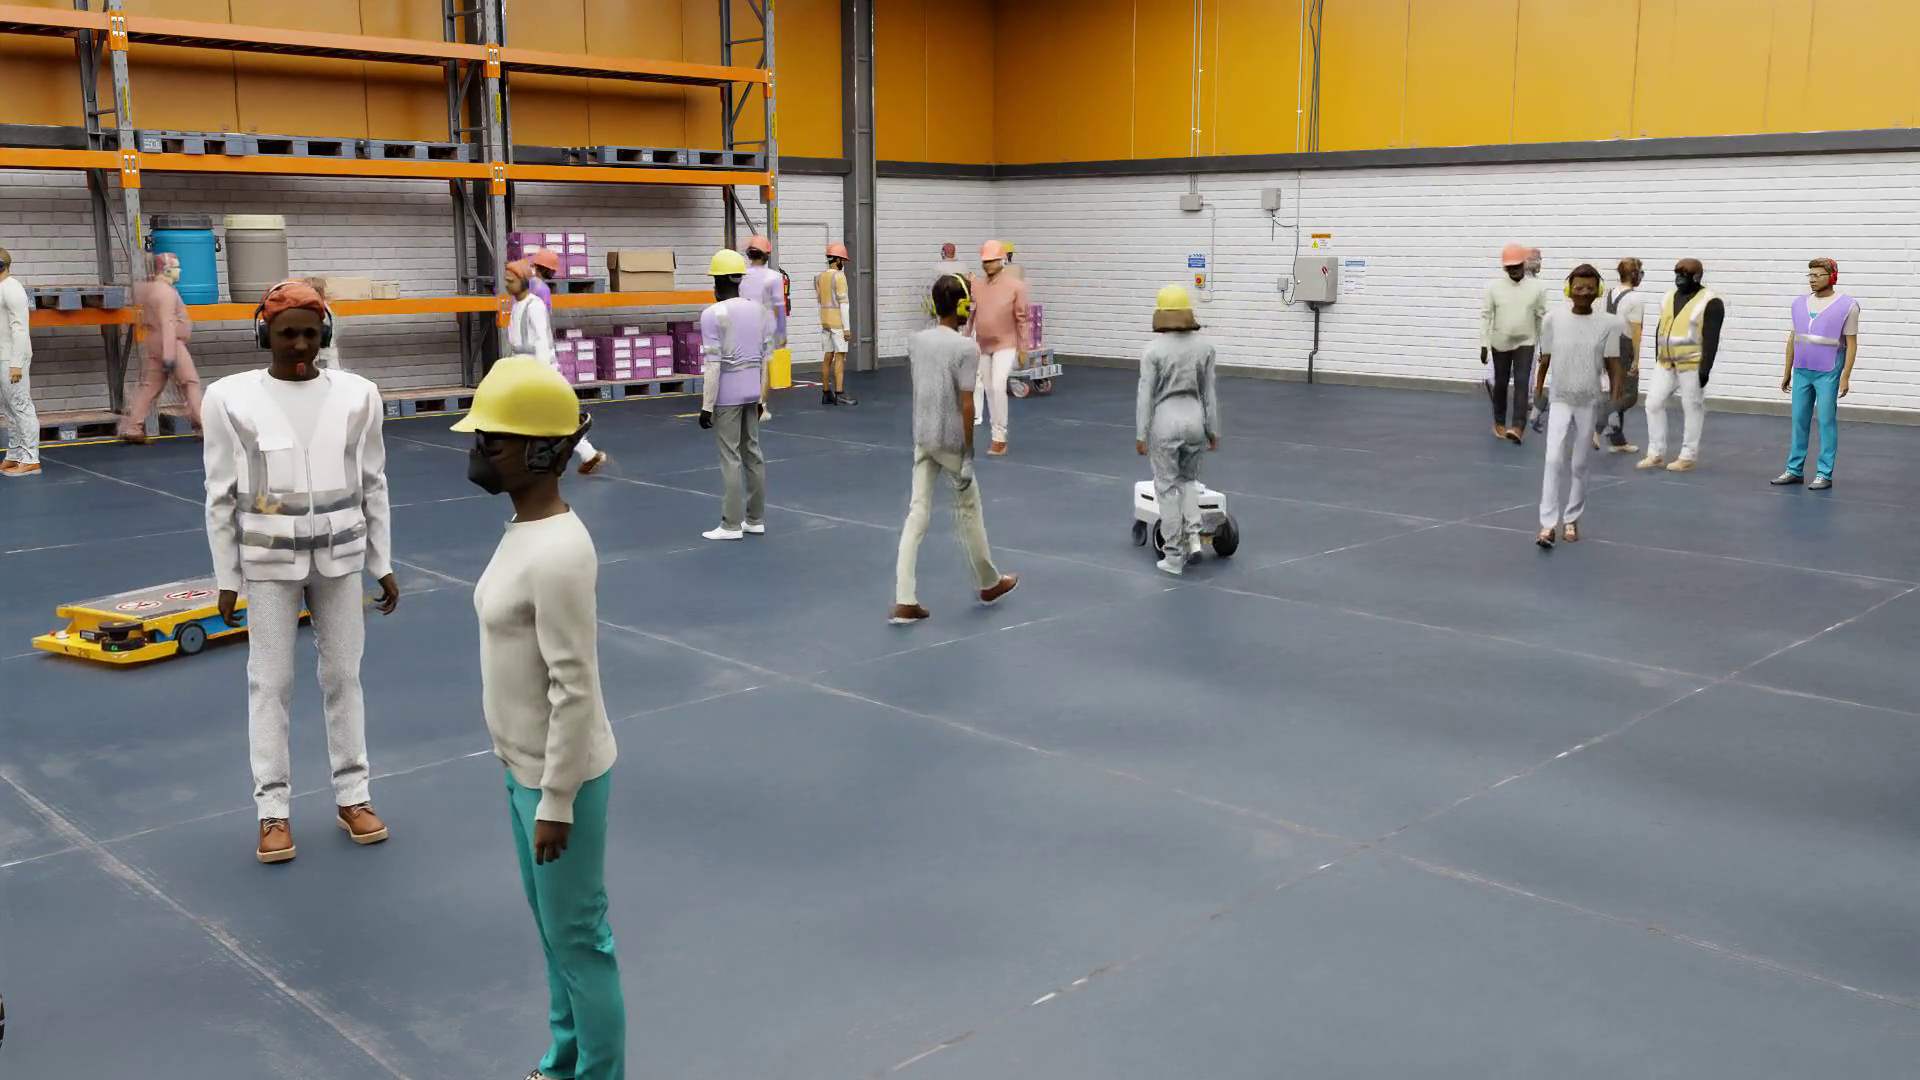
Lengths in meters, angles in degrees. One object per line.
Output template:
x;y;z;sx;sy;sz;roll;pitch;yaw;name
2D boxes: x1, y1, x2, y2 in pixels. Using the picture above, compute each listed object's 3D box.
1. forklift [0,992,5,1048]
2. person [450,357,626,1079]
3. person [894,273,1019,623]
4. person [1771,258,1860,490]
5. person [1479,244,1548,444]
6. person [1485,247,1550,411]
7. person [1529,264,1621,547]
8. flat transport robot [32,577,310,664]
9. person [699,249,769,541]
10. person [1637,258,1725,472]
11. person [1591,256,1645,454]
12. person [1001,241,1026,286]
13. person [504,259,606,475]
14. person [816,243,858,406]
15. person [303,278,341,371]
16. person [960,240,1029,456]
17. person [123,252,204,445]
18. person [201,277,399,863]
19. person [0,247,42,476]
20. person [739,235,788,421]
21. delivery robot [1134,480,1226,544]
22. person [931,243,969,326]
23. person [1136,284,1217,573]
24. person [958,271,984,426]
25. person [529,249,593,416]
-3.245;0.323;3.363;2.313;2.155;1.214;2;11;13;forklift
-0.906;0.492;3.602;0.305;1.772;0.527;-5;11;-24;person
-0.062;-0.497;8.853;0.538;1.818;0.970;8;13;36;person
6.871;-1.326;13.309;0.373;1.843;0.571;-6;12;-28;person
5.433;-1.922;16.324;0.659;1.929;1.054;3;11;17;person
6.538;-2.462;19.399;0.749;1.886;0.650;7;13;35;person
3.973;-0.850;10.750;0.548;1.827;0.896;4;11;20;person
-3.839;0.353;8.448;0.652;0.197;1.431;5;12;27;flat transport robot
-1.513;-0.956;11.067;0.363;1.928;0.587;7;12;33;person
6.103;-1.479;14.188;0.633;1.825;0.654;-6;12;-28;person
6.010;-1.676;15.260;0.615;1.832;0.511;-3;11;-16;person
0.720;-3.553;25.224;0.587;1.929;0.360;-7;13;-34;person
-3.356;-1.350;13.476;0.850;1.845;0.620;-7;13;-34;person
-1.474;-2.568;19.840;0.362;1.934;0.543;-8;13;-39;person
-6.397;-1.776;16.413;0.541;1.591;0.831;8;13;39;person
0.275;-1.764;15.353;0.612;1.966;0.761;6;12;30;person
-7.664;-1.842;16.096;0.988;1.866;0.650;-9;14;-41;person
-2.145;0.095;5.448;0.576;1.886;0.351;-7;12;-33;person
-8.053;-1.510;14.060;0.630;1.940;0.372;9;14;41;person
-2.184;-2.313;18.199;0.632;2.021;0.539;3;11;14;person
1.400;-0.235;10.623;0.477;0.478;0.707;-4;11;-20;delivery robot
-0.178;-3.549;25.263;0.651;1.906;0.403;-8;13;-36;person
1.286;-0.662;9.984;0.517;1.724;0.385;-4;11;-19;person
0.120;-2.031;17.711;0.313;1.642;0.513;2;11;10;person
-4.360;-2.090;17.399;0.957;1.864;0.528;-10;14;-43;person
